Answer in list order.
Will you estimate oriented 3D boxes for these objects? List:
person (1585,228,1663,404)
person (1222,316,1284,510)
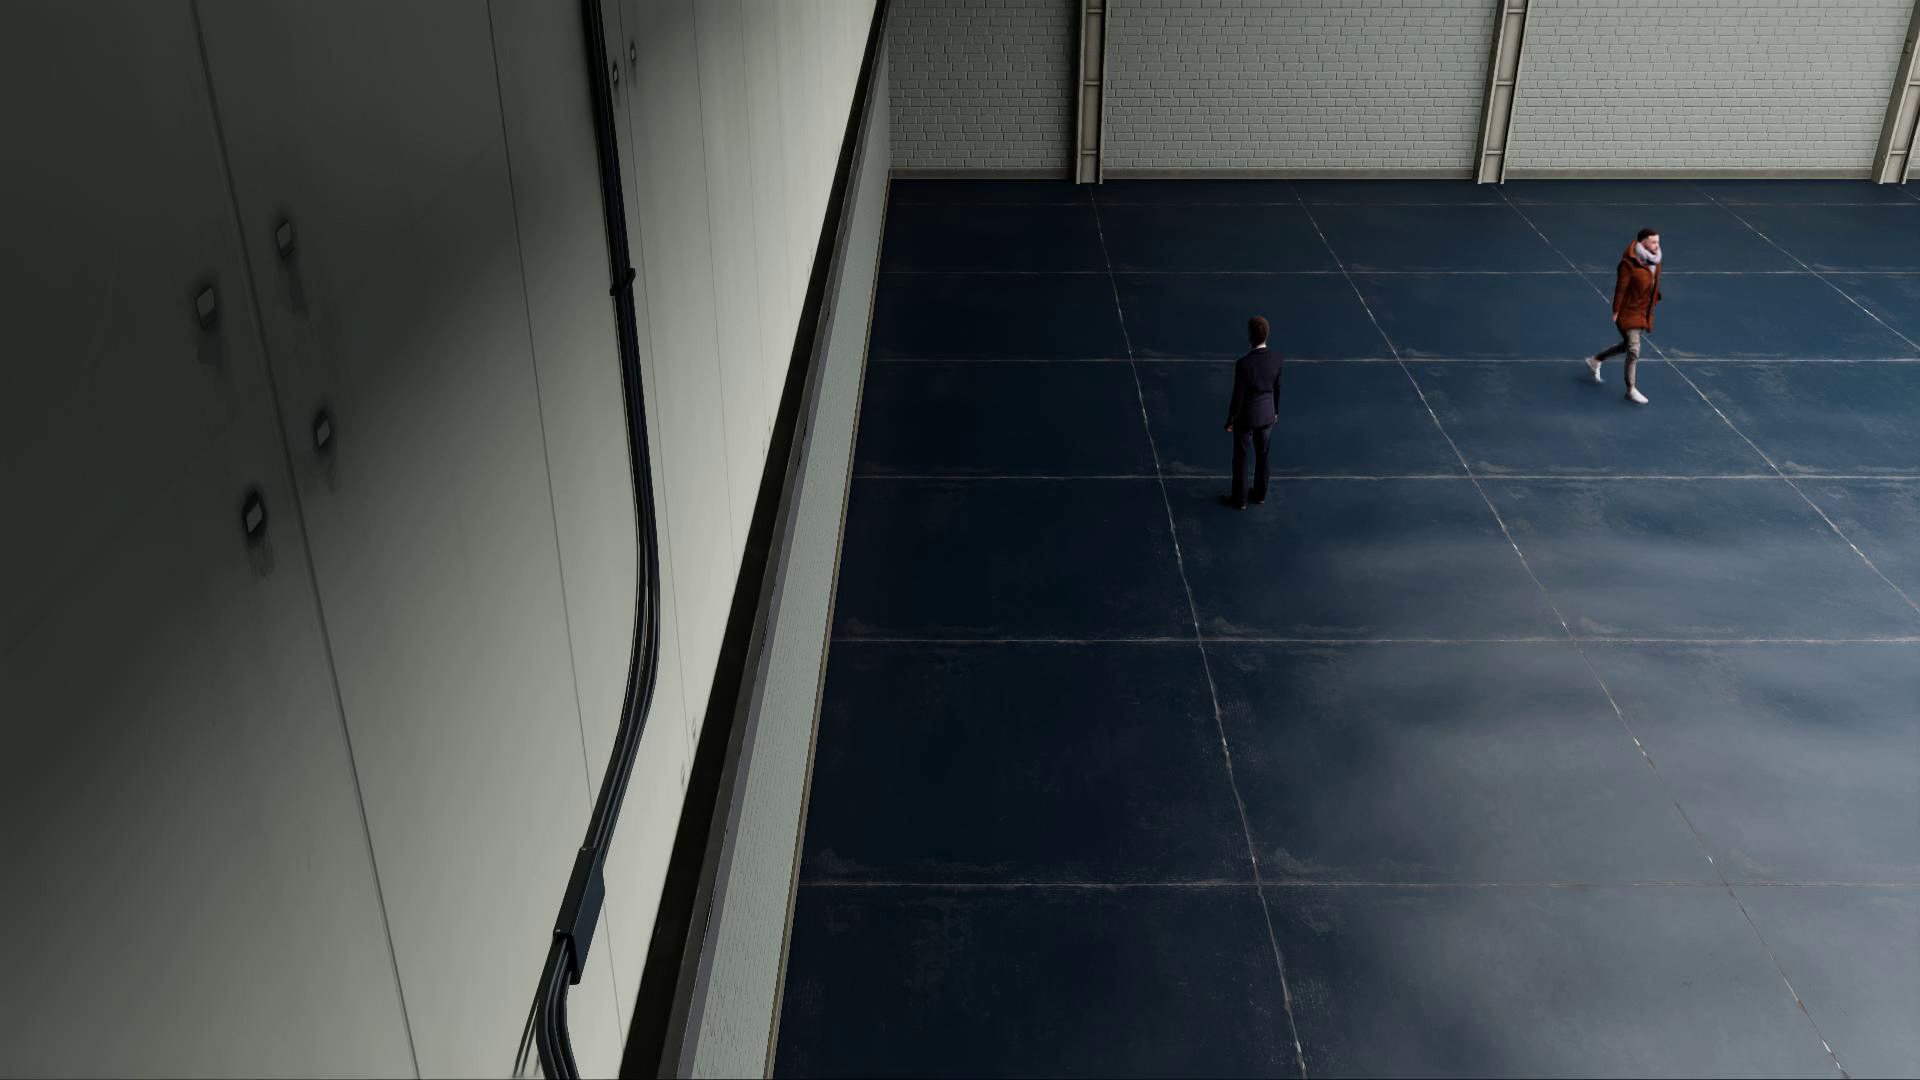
[{"bbox_3d":[6.979,-2.381,17.390,1.186,1.810,1.155,-17,33,-29],"label":"person"},{"bbox_3d":[2.662,-1.156,15.087,0.680,1.813,0.829,-11,30,-20],"label":"person"}]
